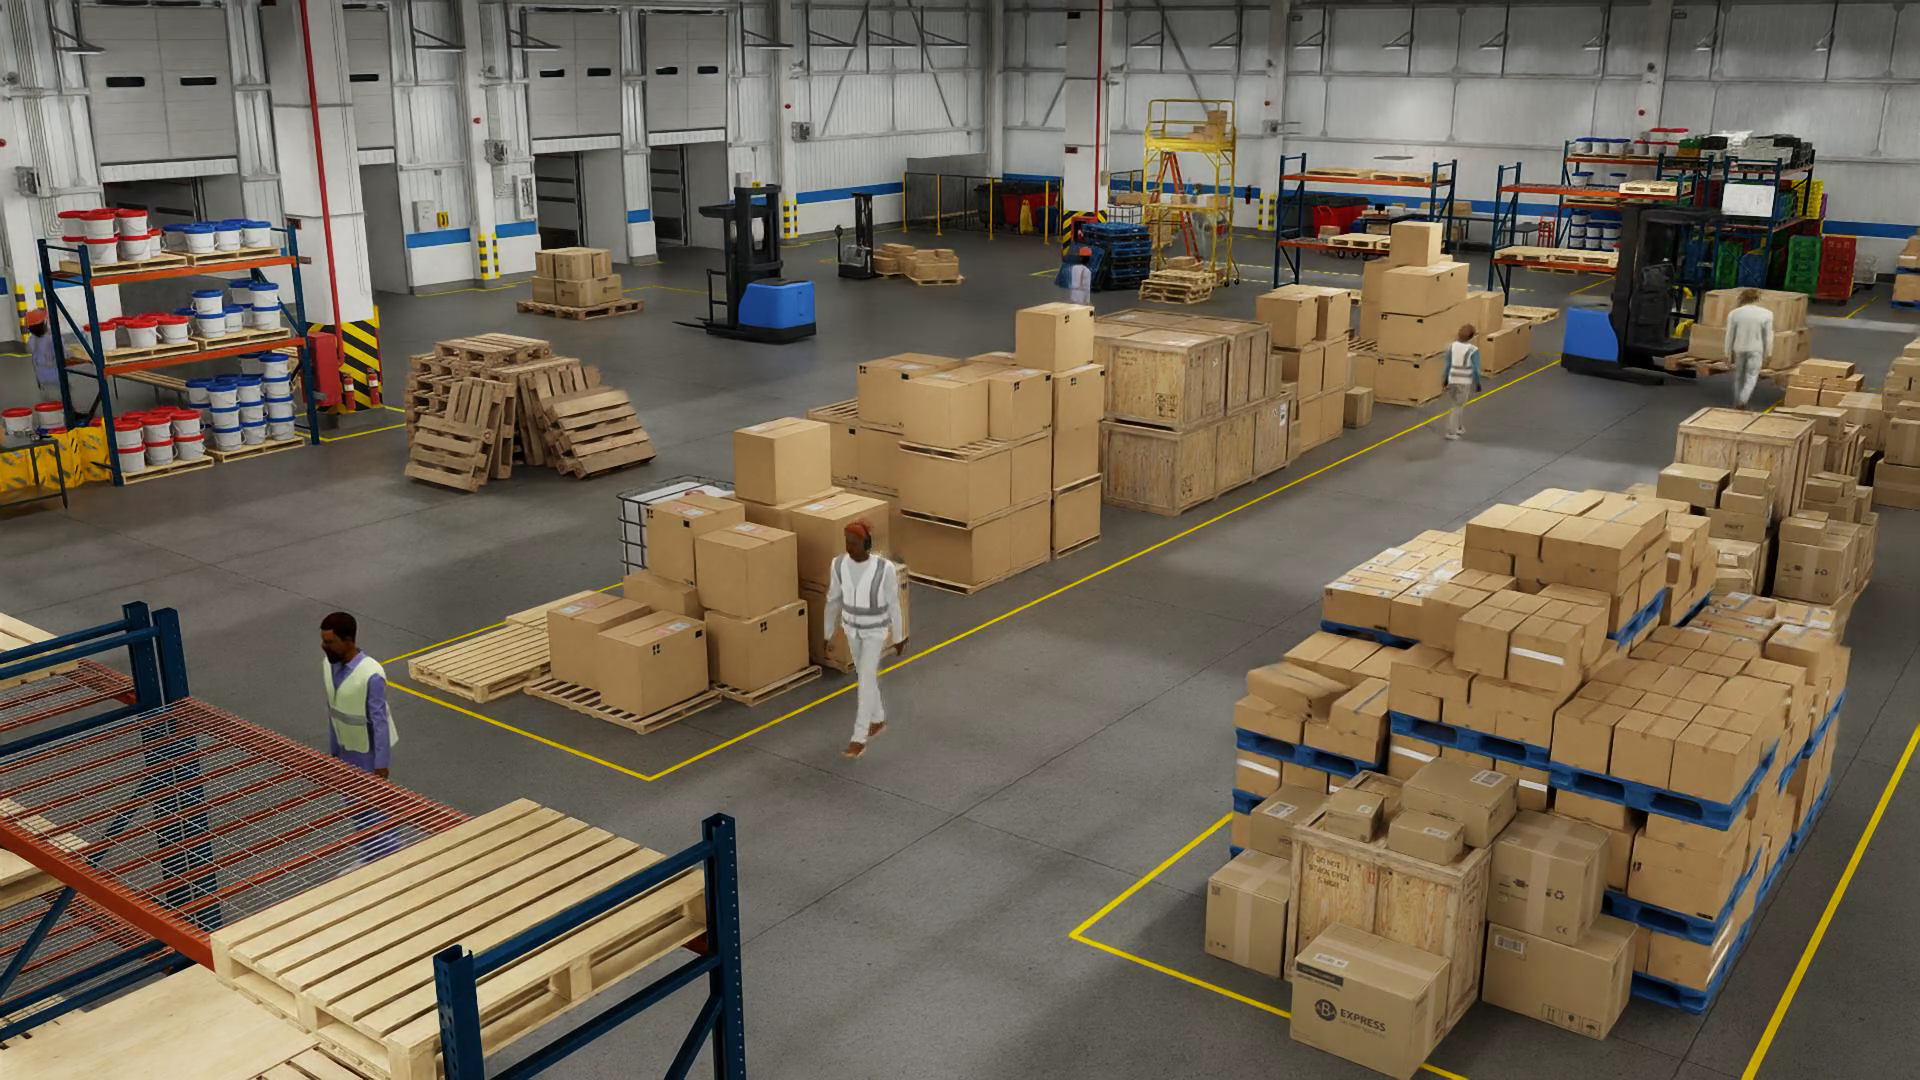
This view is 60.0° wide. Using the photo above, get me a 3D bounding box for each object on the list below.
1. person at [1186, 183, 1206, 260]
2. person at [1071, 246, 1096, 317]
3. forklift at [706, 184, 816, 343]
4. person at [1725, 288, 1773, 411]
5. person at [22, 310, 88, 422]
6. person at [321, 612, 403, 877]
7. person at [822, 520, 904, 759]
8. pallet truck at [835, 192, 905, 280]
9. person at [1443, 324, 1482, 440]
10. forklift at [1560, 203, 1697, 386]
[{"bbox_3d":[5.916,-8.034,42.011,0.700,1.917,0.662,-8,19,-26],"label":"person"},{"bbox_3d":[2.160,-4.308,29.738,1.001,1.886,0.541,-12,20,-34],"label":"person"},{"bbox_3d":[-3.714,-5.181,30.930,1.873,2.768,1.129,12,21,35],"label":"forklift"},{"bbox_3d":[11.638,-2.767,24.627,0.679,1.904,0.887,11,20,33],"label":"person"},{"bbox_3d":[-12.447,-2.248,22.880,0.549,1.910,0.725,8,19,25],"label":"person"},{"bbox_3d":[-3.914,1.365,10.912,0.601,1.911,0.386,13,21,37],"label":"person"},{"bbox_3d":[-0.821,0.769,12.968,0.615,1.848,0.888,9,19,29],"label":"person"},{"bbox_3d":[-1.936,-7.159,38.982,1.885,1.965,0.823,-12,21,-34],"label":"pallet truck"},{"bbox_3d":[7.070,-2.211,23.238,0.680,1.610,0.536,-11,20,-32],"label":"person"},{"bbox_3d":[11.101,-4.100,27.349,1.129,2.768,1.873,-13,21,-36],"label":"forklift"}]
